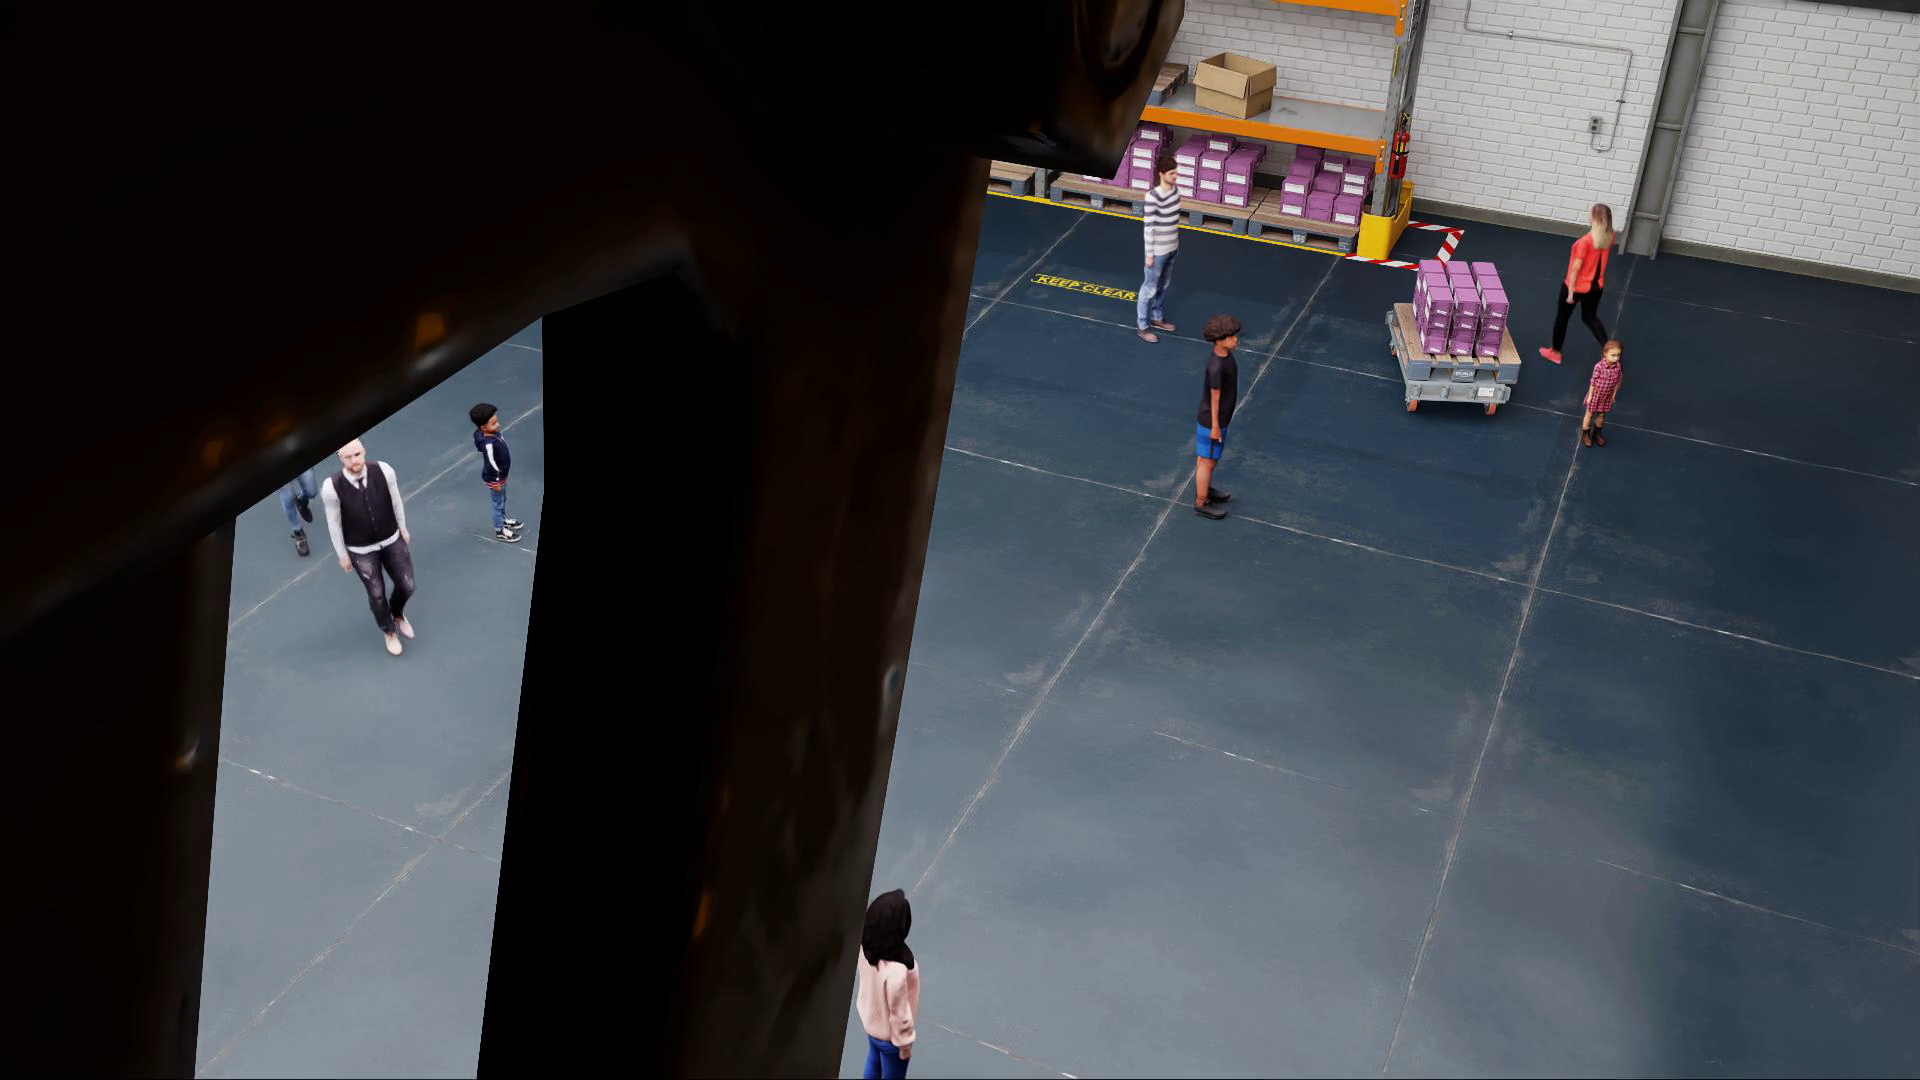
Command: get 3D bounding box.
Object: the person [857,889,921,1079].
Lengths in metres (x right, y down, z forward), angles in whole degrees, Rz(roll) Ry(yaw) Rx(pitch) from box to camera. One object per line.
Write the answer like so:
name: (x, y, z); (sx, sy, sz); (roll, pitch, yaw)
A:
person: (-0.381, 2.453, 8.480); (0.776, 1.766, 0.710); (-12, 35, -18)

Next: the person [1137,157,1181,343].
person: (1.979, -2.900, 16.455); (0.635, 1.855, 0.704); (26, 42, 34)

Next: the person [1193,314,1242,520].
person: (2.094, -1.038, 13.703); (0.636, 1.799, 0.642); (8, 34, 11)

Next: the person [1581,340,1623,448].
person: (5.730, -1.327, 14.840); (0.469, 1.022, 0.548); (-1, 34, -1)

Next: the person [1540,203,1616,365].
person: (6.003, -2.358, 15.804); (0.987, 1.671, 1.081); (-14, 36, -20)

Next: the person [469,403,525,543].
person: (-3.777, -0.565, 13.514); (0.609, 1.221, 0.588); (-2, 34, -3)

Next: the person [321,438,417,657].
person: (-4.286, 0.004, 12.129); (0.828, 1.806, 0.854); (-20, 38, -27)
